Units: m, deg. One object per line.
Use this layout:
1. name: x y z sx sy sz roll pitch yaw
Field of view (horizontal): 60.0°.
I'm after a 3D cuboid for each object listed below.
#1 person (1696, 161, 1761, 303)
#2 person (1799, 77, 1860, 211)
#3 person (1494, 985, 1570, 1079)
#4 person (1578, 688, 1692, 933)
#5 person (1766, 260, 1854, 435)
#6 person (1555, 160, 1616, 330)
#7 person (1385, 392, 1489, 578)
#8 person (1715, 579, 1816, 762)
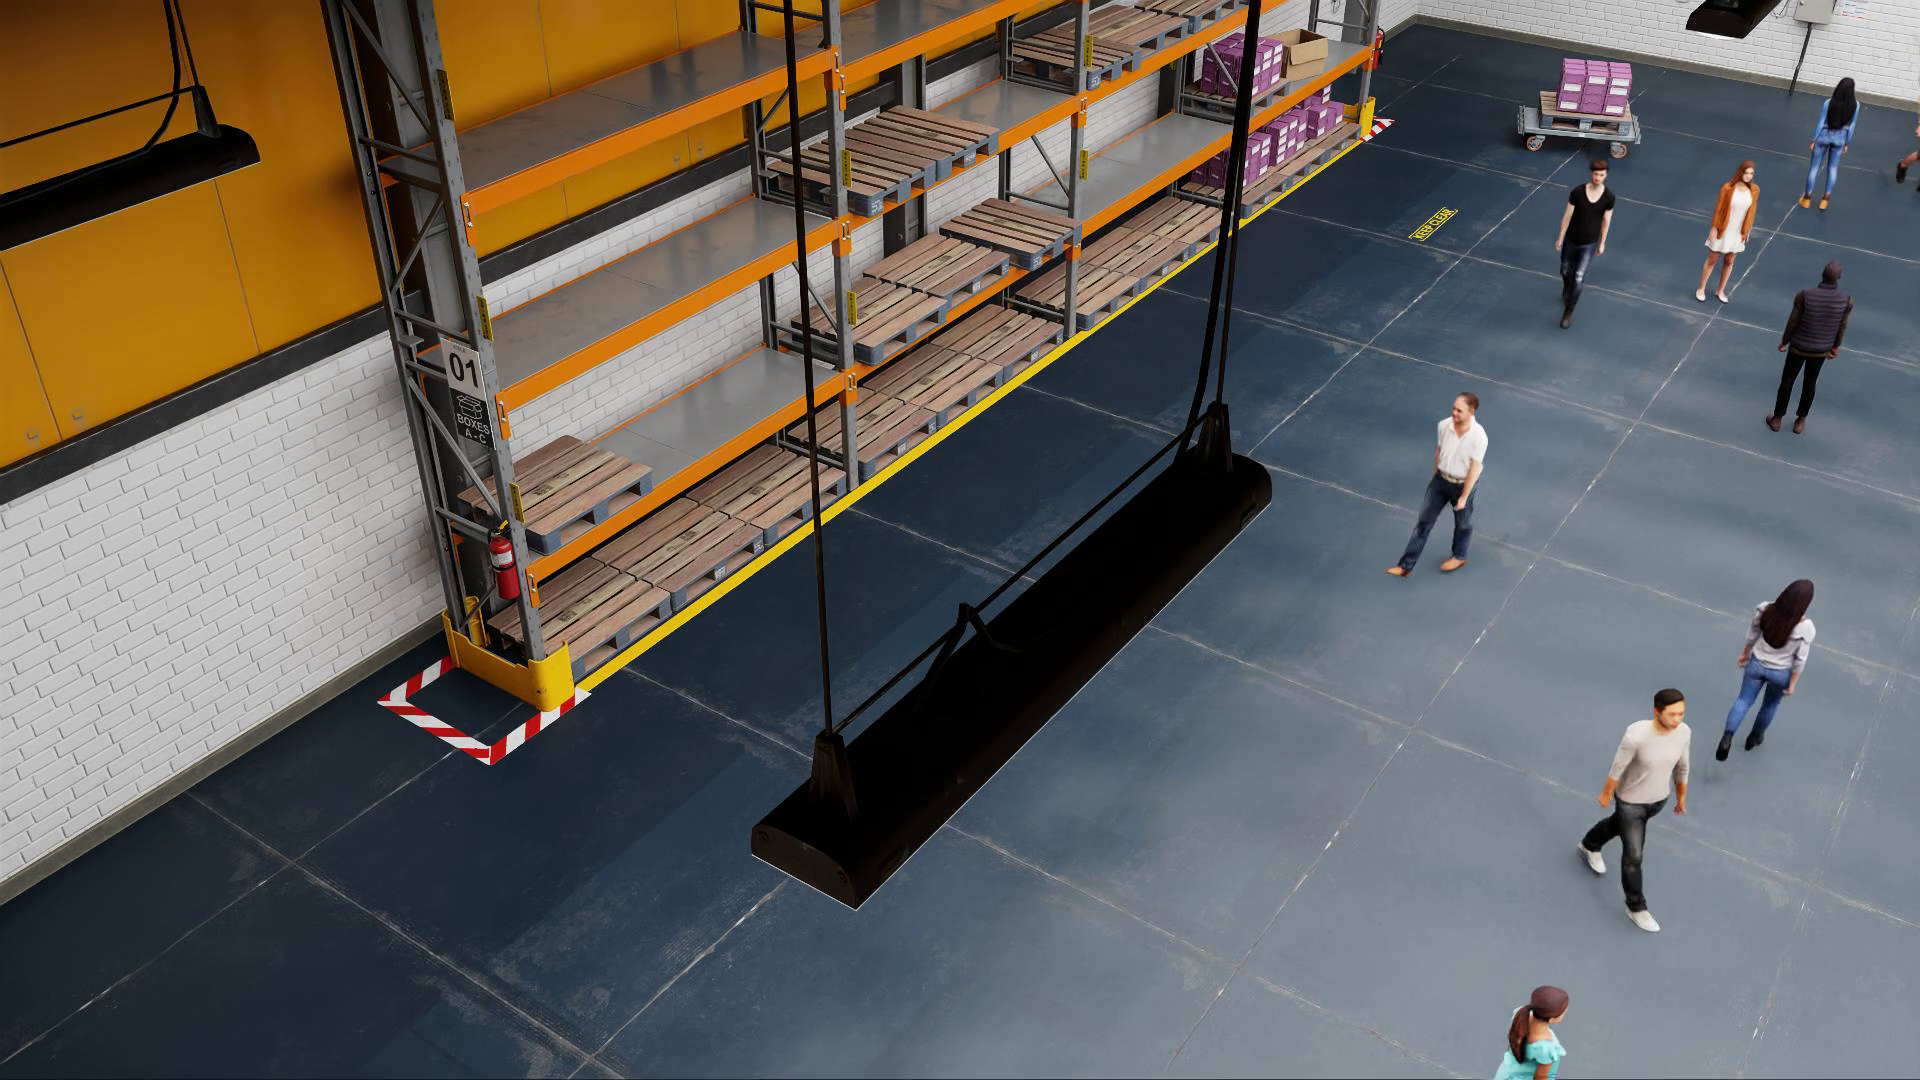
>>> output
1. person: 8.889 -3.583 19.204 0.693 1.716 0.718 3 34 4
2. person: 11.279 -5.142 21.553 0.678 1.712 0.649 8 34 12
3. person: 3.084 3.079 9.347 1.043 1.532 0.936 -8 35 -12
4. person: 4.550 1.673 11.251 1.177 1.767 1.174 -9 35 -13
5. person: 8.483 -1.934 16.616 0.769 1.835 0.695 9 35 13
6. person: 7.023 -3.405 18.797 0.793 1.870 1.203 15 36 21
7. person: 4.380 -0.483 14.452 1.238 1.814 0.905 -23 40 -30
8. person: 5.996 1.004 12.399 0.974 1.609 0.711 -28 43 -36
